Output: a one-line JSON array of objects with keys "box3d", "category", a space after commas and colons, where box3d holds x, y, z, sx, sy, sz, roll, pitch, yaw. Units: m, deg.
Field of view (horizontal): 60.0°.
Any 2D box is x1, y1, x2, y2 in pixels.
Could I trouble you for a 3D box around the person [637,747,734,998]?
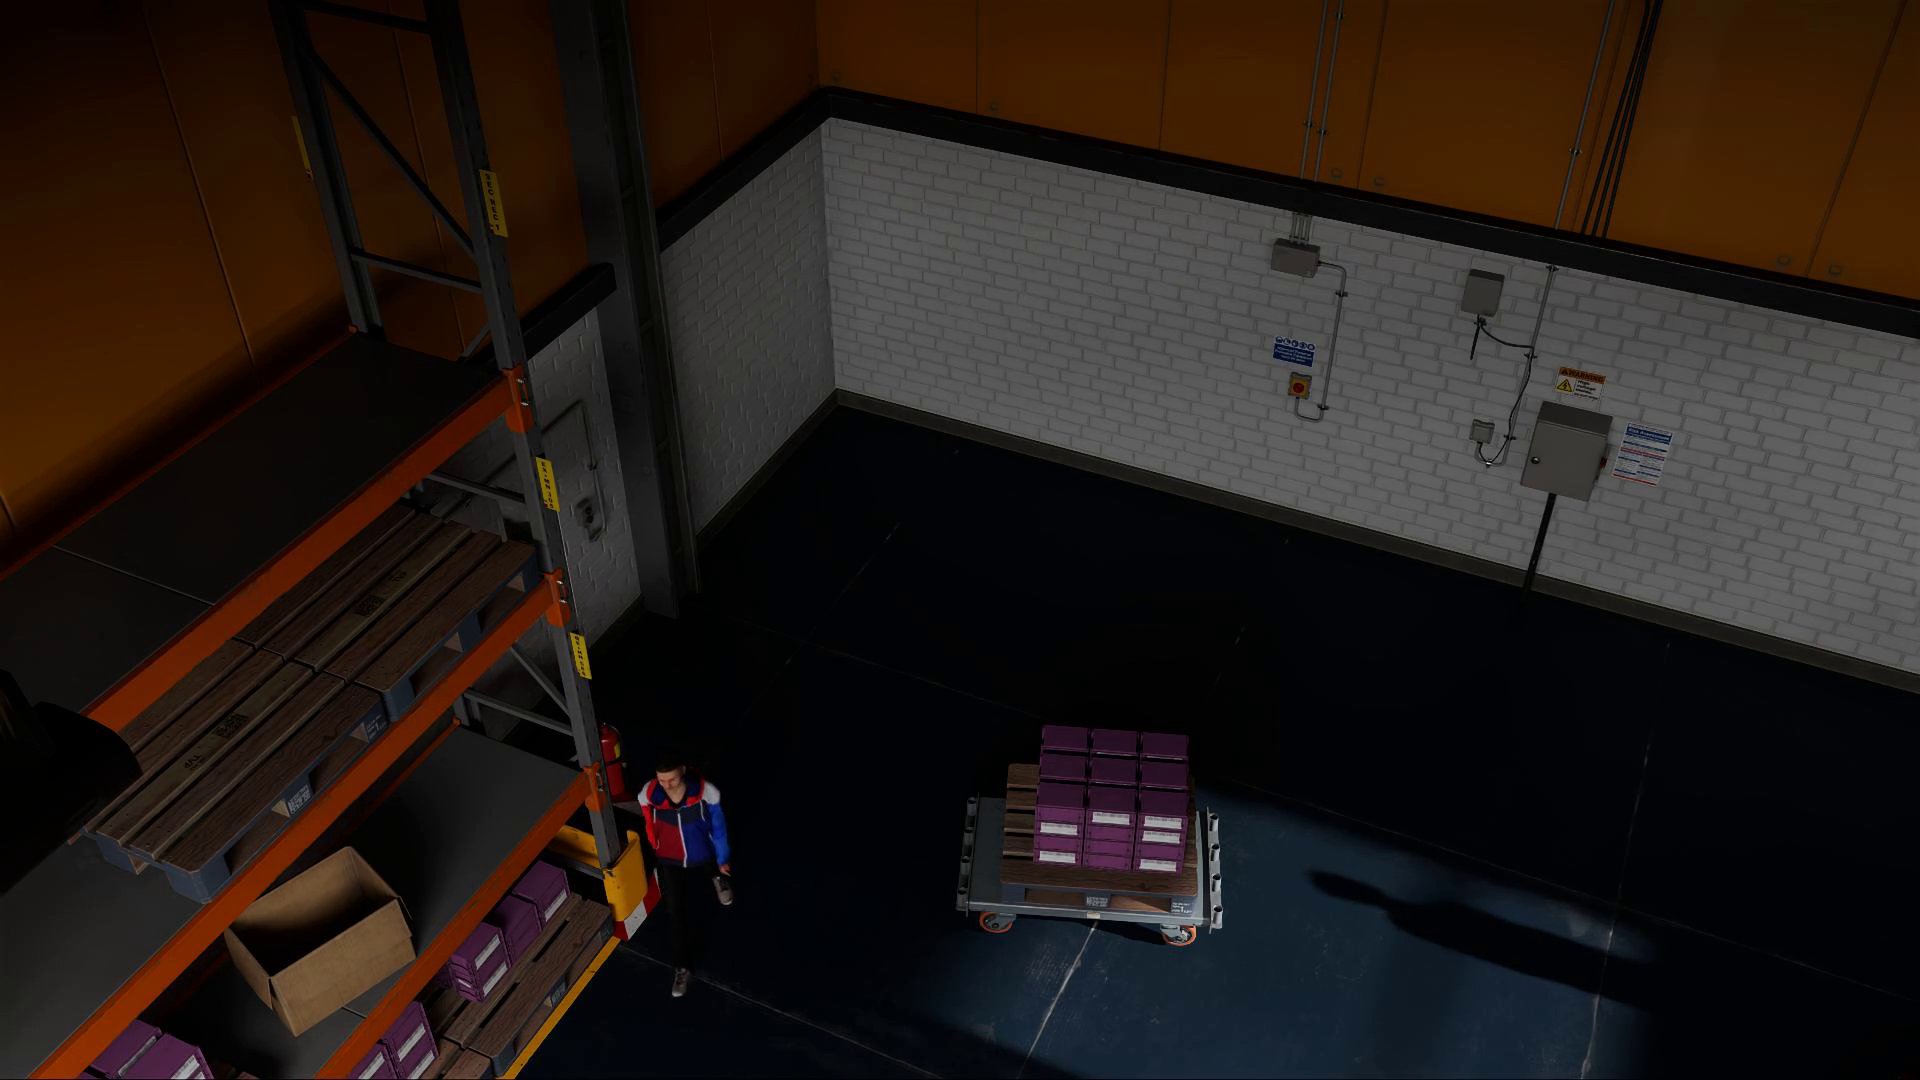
[{"box3d": [-1.641, 1.809, 10.076, 1.108, 1.687, 1.344, -5, 39, -6], "category": "person"}]
